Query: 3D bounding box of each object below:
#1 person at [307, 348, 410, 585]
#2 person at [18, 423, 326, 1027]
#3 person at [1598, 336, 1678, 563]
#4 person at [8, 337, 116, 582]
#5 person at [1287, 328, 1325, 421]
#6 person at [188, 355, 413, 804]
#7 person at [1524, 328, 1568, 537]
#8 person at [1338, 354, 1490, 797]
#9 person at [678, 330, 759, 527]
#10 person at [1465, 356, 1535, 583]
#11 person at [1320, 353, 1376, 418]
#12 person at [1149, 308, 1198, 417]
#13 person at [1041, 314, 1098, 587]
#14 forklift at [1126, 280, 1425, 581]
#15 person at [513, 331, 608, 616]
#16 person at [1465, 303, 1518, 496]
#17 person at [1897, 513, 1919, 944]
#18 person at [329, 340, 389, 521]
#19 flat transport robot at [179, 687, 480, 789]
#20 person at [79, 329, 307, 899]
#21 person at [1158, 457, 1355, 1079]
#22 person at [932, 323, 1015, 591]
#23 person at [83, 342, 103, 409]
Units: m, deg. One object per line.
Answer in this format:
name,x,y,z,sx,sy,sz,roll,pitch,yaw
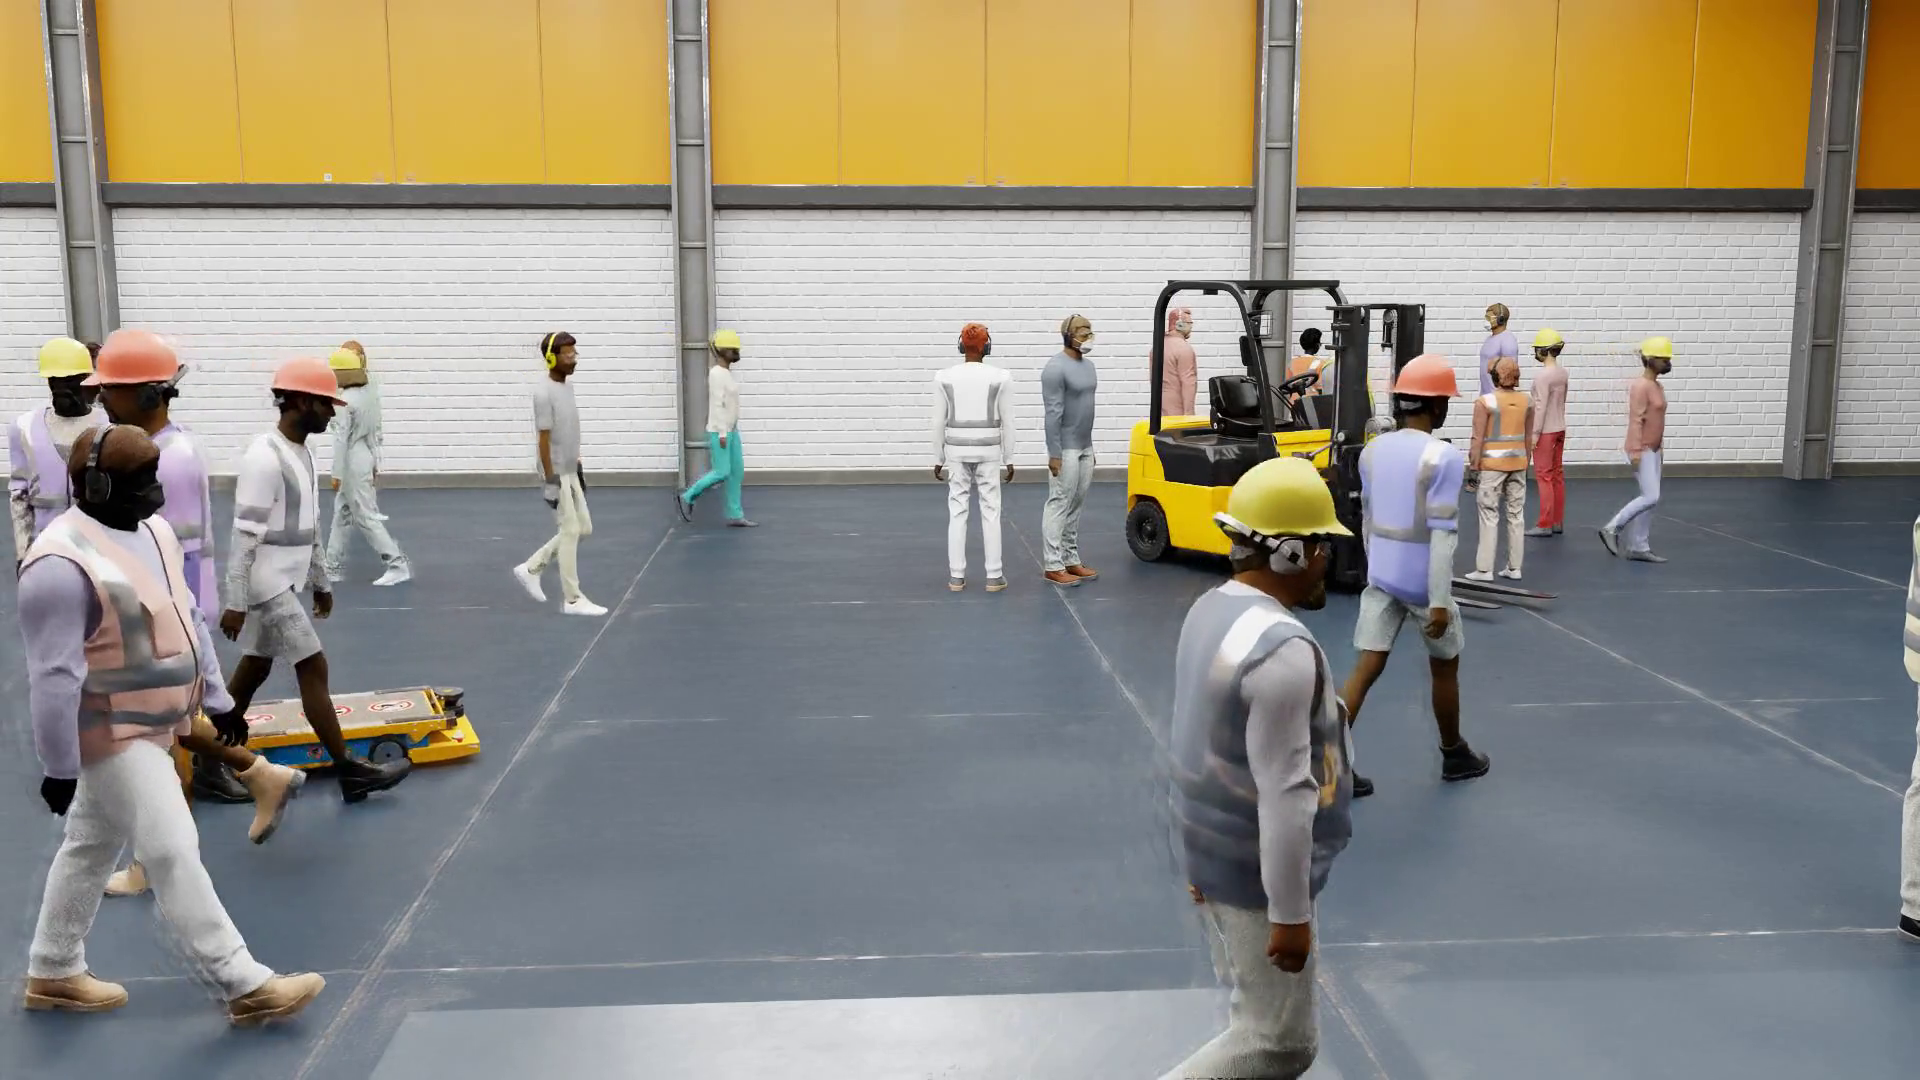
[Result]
person,-4.338,-0.519,11.876,0.812,1.707,0.499,0,9,-3
person,-2.388,0.551,4.882,0.953,1.793,0.639,-1,9,-3
person,5.248,-0.684,12.754,0.416,1.750,0.540,7,12,39
person,-4.103,0.022,7.772,0.585,1.929,0.377,-2,9,-14
person,3.512,-1.295,16.800,0.318,1.690,0.517,-5,10,-29
person,-2.797,0.179,6.910,0.985,1.874,0.572,-1,9,-8
person,4.959,-0.907,14.114,0.328,1.767,0.532,8,12,42
person,1.896,0.155,7.078,0.983,1.892,0.560,-6,11,-33
person,-2.123,-0.964,14.529,0.614,1.746,0.529,2,9,12
person,3.904,-0.504,12.005,0.521,1.633,0.313,-3,10,-19
person,3.140,-0.839,13.454,0.429,1.844,0.627,5,10,30
person,2.068,-1.253,15.856,0.400,1.905,0.644,-4,10,-23
person,0.796,-0.646,11.937,0.352,1.937,0.635,5,10,30
forklift,2.301,-0.860,12.475,1.214,2.155,2.313,-6,11,-35
person,-2.611,-0.426,10.803,0.584,1.855,0.547,1,9,7
person,5.373,-1.409,16.724,0.372,1.940,0.631,-1,9,-4
person,3.334,0.436,5.472,0.403,1.833,0.586,9,13,44
person,-5.405,-0.965,14.892,0.497,1.633,0.283,1,9,8
flat transport robot,-2.961,0.883,7.551,1.431,0.197,0.652,-4,10,-23
person,-2.797,0.258,5.975,0.665,2.030,0.622,-5,10,-30
person,0.612,0.714,3.765,0.611,1.813,0.594,-1,9,-6
person,0.099,-0.574,11.656,0.578,1.882,0.346,1,9,8
person,-4.665,-0.124,8.945,0.431,1.848,0.501,-1,9,-4
